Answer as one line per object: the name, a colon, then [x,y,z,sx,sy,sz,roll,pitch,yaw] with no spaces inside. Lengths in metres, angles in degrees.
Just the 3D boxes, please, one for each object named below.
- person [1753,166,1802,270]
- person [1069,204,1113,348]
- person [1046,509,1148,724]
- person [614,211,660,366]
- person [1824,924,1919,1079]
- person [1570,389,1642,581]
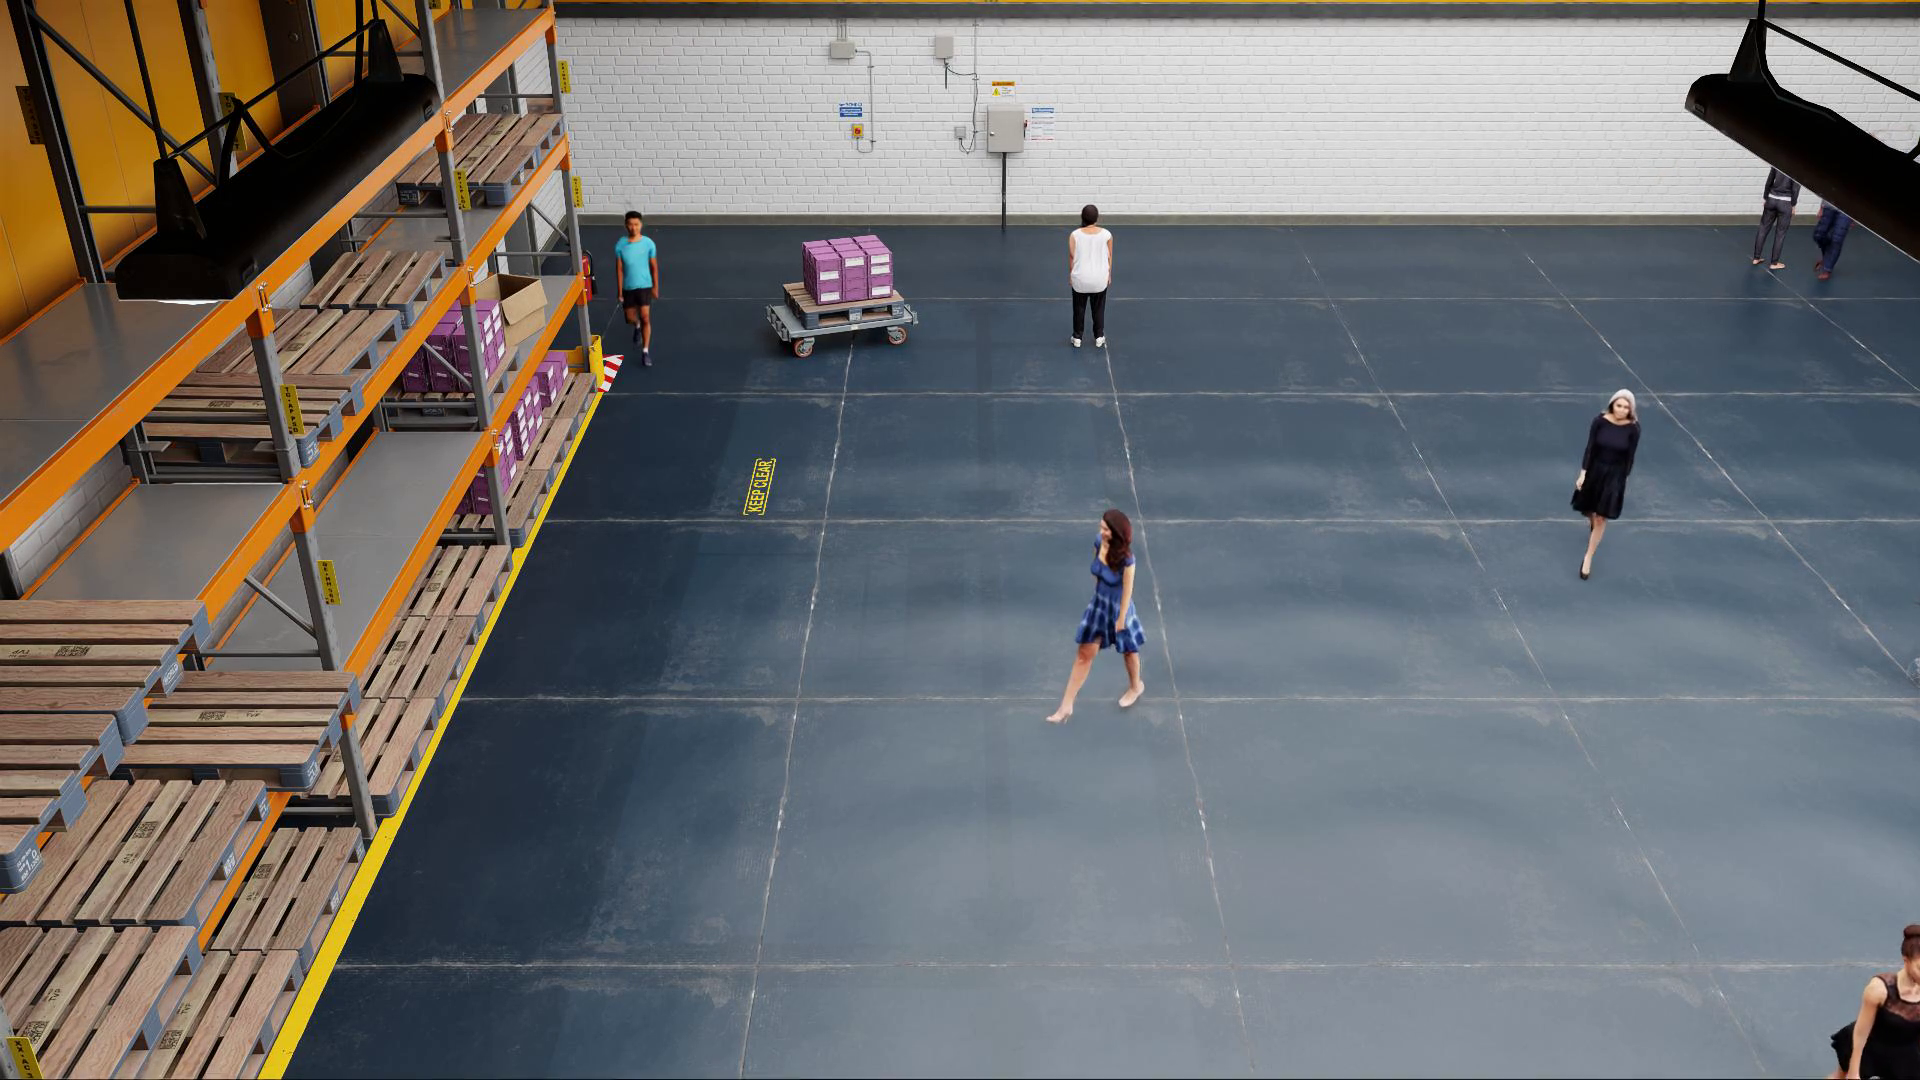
person: [10.734,-4.432,21.759,0.744,1.728,0.643,-18,33,-30]
person: [1.494,-3.080,19.321,0.646,1.687,0.592,1,29,1]
person: [1.202,0.585,12.540,1.113,1.748,1.148,-20,34,-32]
person: [-3.672,-2.895,18.906,0.691,1.762,0.923,-3,29,-6]
person: [4.847,2.679,8.824,0.621,1.631,1.101,2,29,4]
person: [5.660,-0.539,14.623,0.874,1.727,1.050,14,31,23]
